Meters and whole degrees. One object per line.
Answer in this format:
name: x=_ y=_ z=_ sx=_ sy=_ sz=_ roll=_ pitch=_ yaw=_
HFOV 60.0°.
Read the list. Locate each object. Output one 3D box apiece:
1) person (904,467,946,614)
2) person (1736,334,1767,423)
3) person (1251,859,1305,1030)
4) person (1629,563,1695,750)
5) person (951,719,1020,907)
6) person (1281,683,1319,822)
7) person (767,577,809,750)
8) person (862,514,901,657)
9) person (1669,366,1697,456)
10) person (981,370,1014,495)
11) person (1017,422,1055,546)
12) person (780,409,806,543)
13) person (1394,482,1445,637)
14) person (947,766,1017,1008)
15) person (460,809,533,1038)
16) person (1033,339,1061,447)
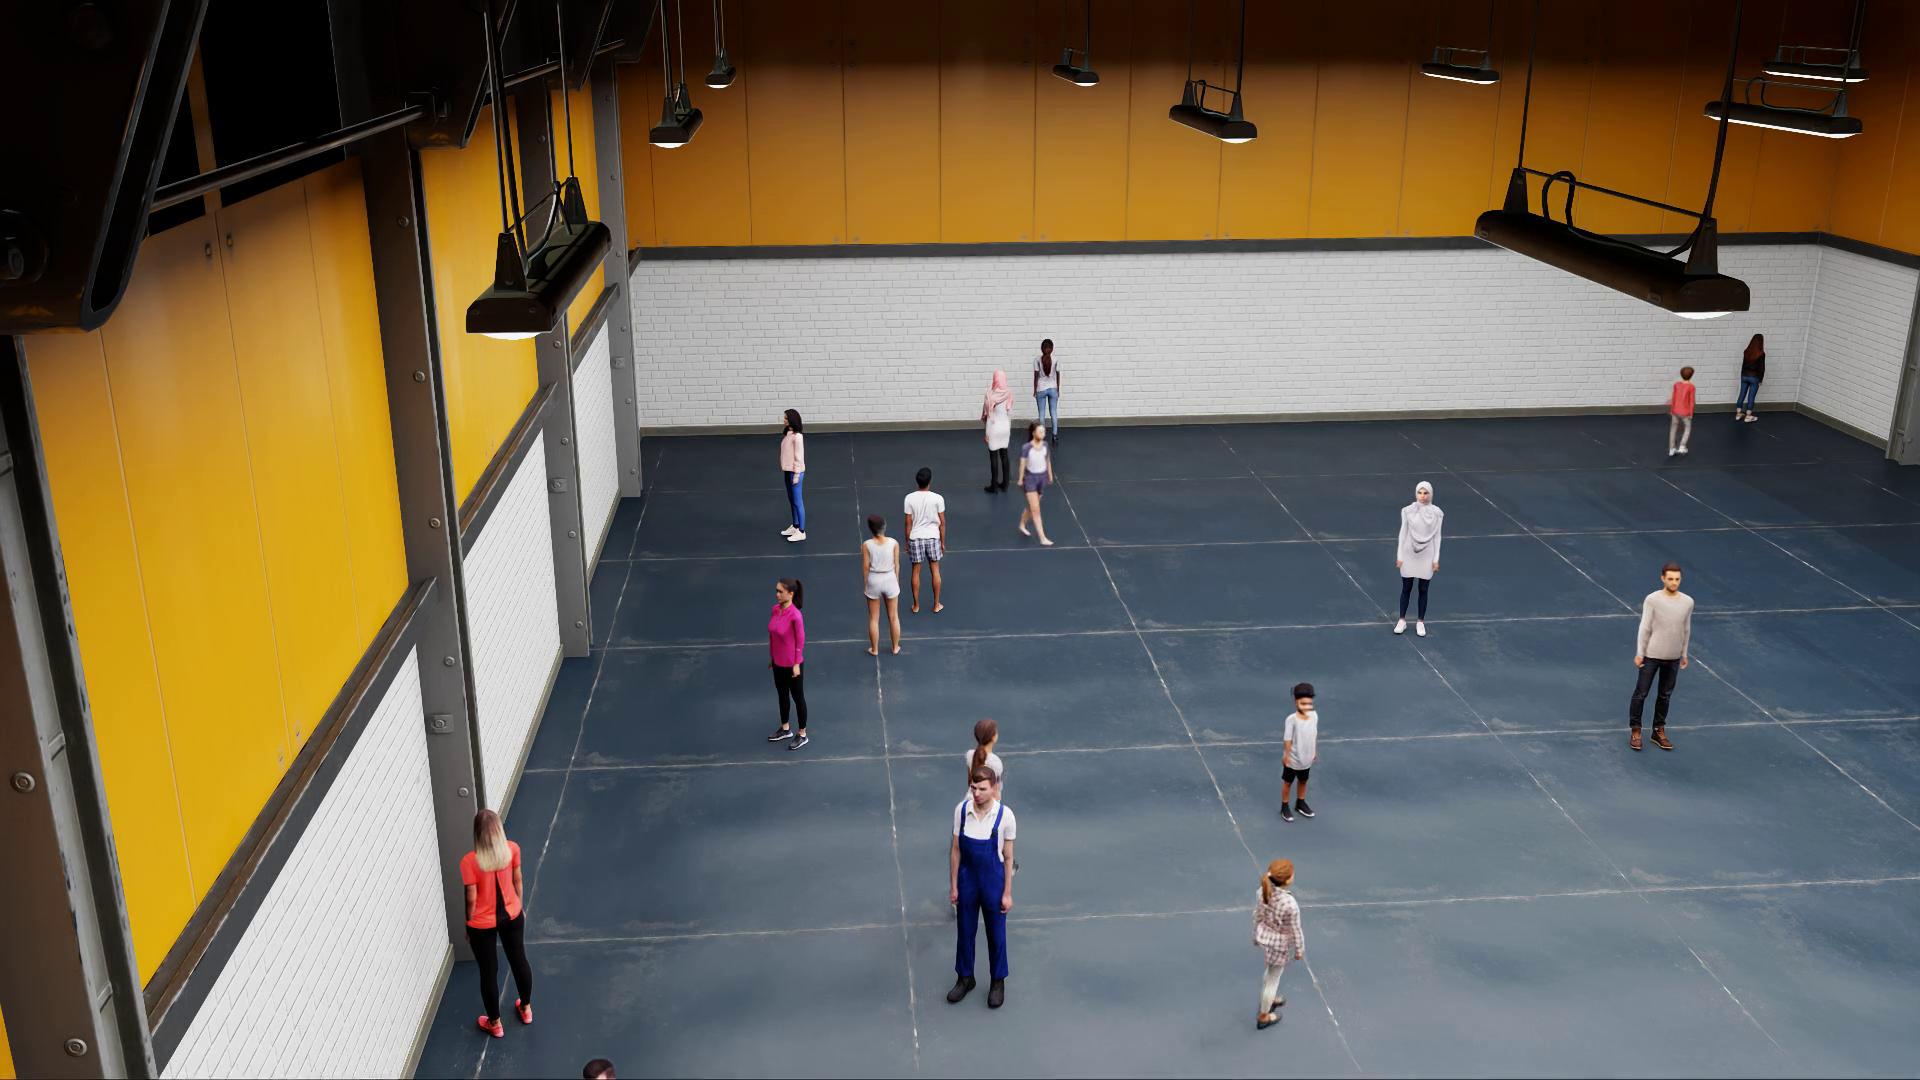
person: x=-0.416 y=0.005 z=19.377 sx=0.662 sy=1.734 sz=0.585 roll=1 pitch=19 yaw=4
person: x=13.282 y=-2.740 z=27.926 sx=0.688 sy=1.481 sz=0.589 roll=-13 pitch=22 yaw=-33
person: x=2.156 y=2.840 z=11.643 sx=0.731 sy=1.298 sz=0.671 roll=-14 pitch=23 yaw=-35
person: x=6.715 y=1.097 z=15.928 sx=0.669 sy=1.867 sz=0.571 roll=0 pitch=19 yaw=-1
person: x=0.137 y=2.191 z=13.228 sx=1.000 sy=1.516 sz=1.090 roll=14 pitch=23 yaw=35
person: x=2.997 y=1.847 z=14.656 sx=0.537 sy=1.257 sz=0.546 roll=-7 pitch=20 yaw=-20
person: x=-1.648 y=1.162 z=15.997 sx=0.688 sy=1.699 sz=0.750 roll=16 pitch=24 yaw=39
person: x=-0.857 y=0.486 z=18.142 sx=0.573 sy=1.611 sz=0.516 roll=-3 pitch=19 yaw=-8
person: x=11.179 y=-1.993 z=25.817 sx=0.732 sy=1.411 sz=0.672 roll=-17 pitch=25 yaw=-41
person: x=0.554 y=-1.564 z=23.928 sx=0.734 sy=1.804 sz=0.760 roll=-13 pitch=23 yaw=-34
person: x=0.918 y=-0.750 z=21.824 sx=0.964 sy=1.602 sz=1.131 roll=-15 pitch=23 yaw=-37
person: x=-2.186 y=-0.873 z=21.928 sx=0.770 sy=1.769 sz=0.592 roll=-7 pitch=20 yaw=-21
person: x=5.163 y=0.199 z=18.738 sx=0.679 sy=1.775 sz=0.646 roll=5 pitch=19 yaw=15
person: x=0.165 y=2.451 z=11.931 sx=0.705 sy=1.850 sz=0.695 roll=6 pitch=19 yaw=16
person: x=-3.236 y=2.648 z=11.593 sx=0.680 sy=1.694 sz=0.709 roll=-16 pitch=24 yaw=-39
person: x=1.378 y=-2.349 z=26.393 sx=0.570 sy=1.719 sz=0.503 roll=-2 pitch=19 yaw=-5
